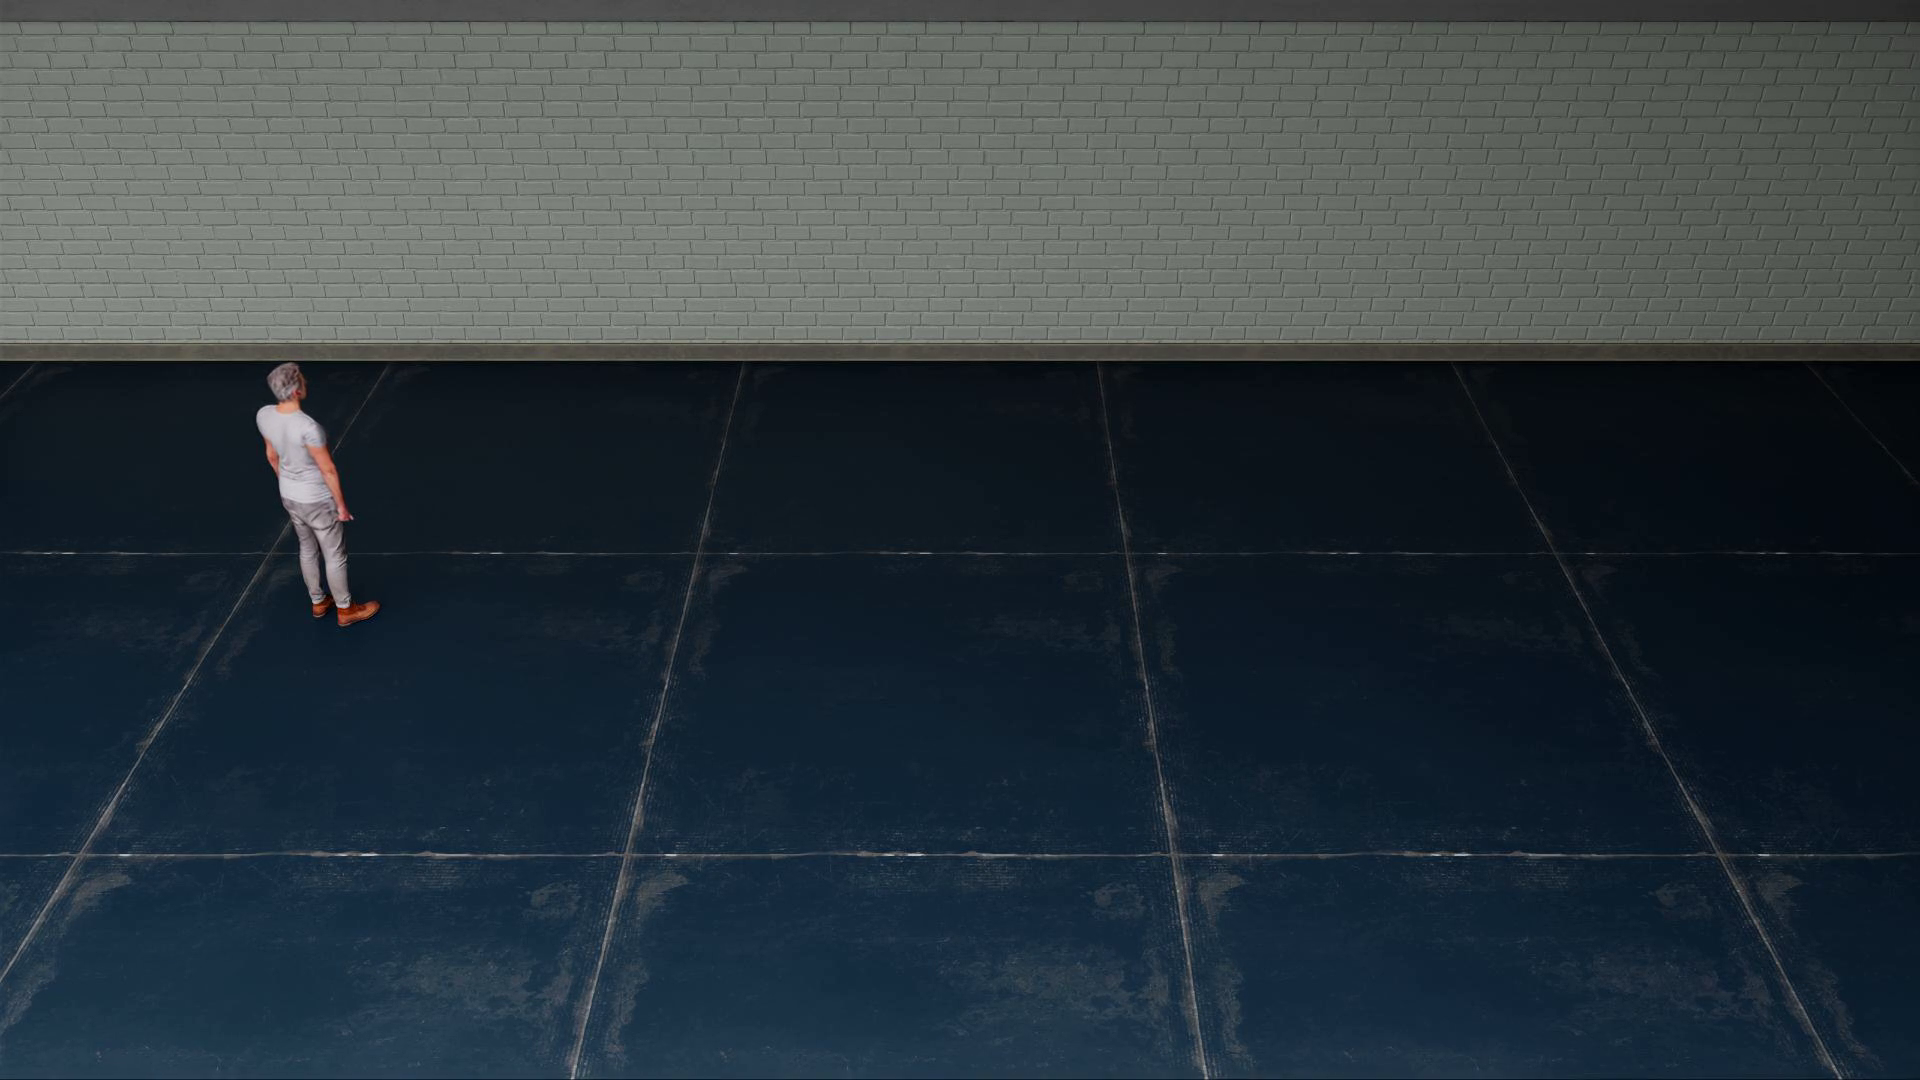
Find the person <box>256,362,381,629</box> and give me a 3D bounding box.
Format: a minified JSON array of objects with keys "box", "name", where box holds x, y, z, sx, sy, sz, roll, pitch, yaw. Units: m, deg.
[{"box":[-4.116,-0.280,10.530,0.768,1.828,0.735,16,37,24],"name":"person"}]
